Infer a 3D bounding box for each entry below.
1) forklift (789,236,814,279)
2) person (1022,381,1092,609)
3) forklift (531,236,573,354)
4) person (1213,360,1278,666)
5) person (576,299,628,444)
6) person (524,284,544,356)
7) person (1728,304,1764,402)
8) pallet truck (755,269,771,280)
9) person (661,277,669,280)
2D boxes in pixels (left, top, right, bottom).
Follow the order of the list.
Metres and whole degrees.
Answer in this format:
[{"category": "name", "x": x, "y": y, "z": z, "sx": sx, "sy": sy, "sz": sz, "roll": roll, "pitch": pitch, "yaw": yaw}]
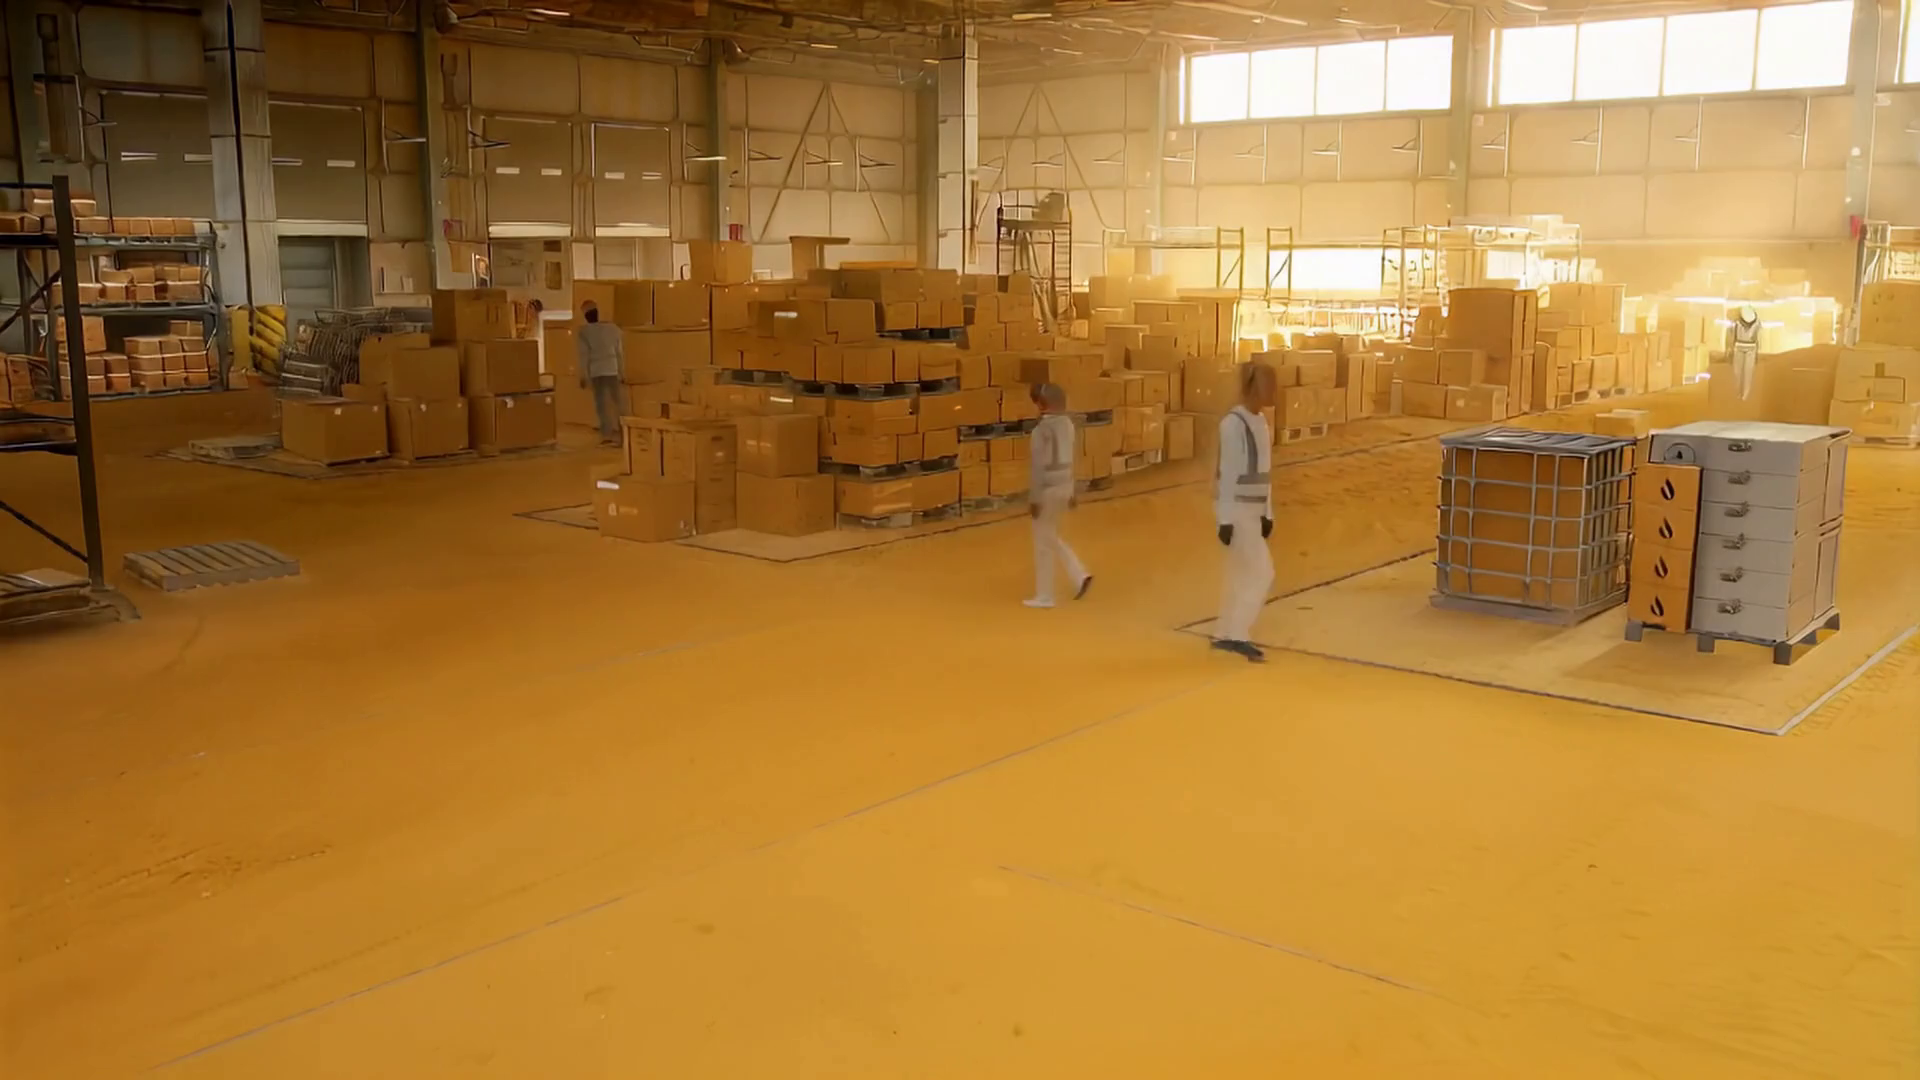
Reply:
[{"category": "forklift", "x": -3.776, "y": -5.883, "z": 39.886, "sx": 1.873, "sy": 2.768, "sz": 1.129, "roll": 2, "pitch": 10, "yaw": 12}, {"category": "person", "x": 0.657, "y": -0.307, "z": 11.692, "sx": 0.406, "sy": 1.623, "sz": 0.543, "roll": 5, "pitch": 11, "yaw": 29}, {"category": "forklift", "x": -9.601, "y": -5.790, "z": 39.356, "sx": 1.873, "sy": 2.768, "sz": 1.129, "roll": 8, "pitch": 13, "yaw": 40}, {"category": "person", "x": 1.786, "y": -0.155, "z": 10.157, "sx": 0.537, "sy": 1.864, "sz": 0.597, "roll": 5, "pitch": 11, "yaw": 27}, {"category": "person", "x": -4.661, "y": -2.186, "z": 21.664, "sx": 0.679, "sy": 1.882, "sz": 0.502, "roll": -7, "pitch": 12, "yaw": -34}, {"category": "person", "x": -9.989, "y": -5.150, "z": 39.077, "sx": 0.322, "sy": 1.698, "sz": 0.533, "roll": 10, "pitch": 14, "yaw": 44}, {"category": "person", "x": 13.097, "y": -3.125, "z": 27.735, "sx": 0.526, "sy": 1.623, "sz": 0.531, "roll": 5, "pitch": 11, "yaw": 28}, {"category": "pallet truck", "x": -4.996, "y": -6.432, "z": 45.525, "sx": 1.885, "sy": 1.965, "sz": 0.823, "roll": -6, "pitch": 12, "yaw": -32}, {"category": "person", "x": -6.348, "y": -4.703, "z": 35.901, "sx": 0.636, "sy": 1.927, "sz": 0.386, "roll": -5, "pitch": 11, "yaw": -27}]
